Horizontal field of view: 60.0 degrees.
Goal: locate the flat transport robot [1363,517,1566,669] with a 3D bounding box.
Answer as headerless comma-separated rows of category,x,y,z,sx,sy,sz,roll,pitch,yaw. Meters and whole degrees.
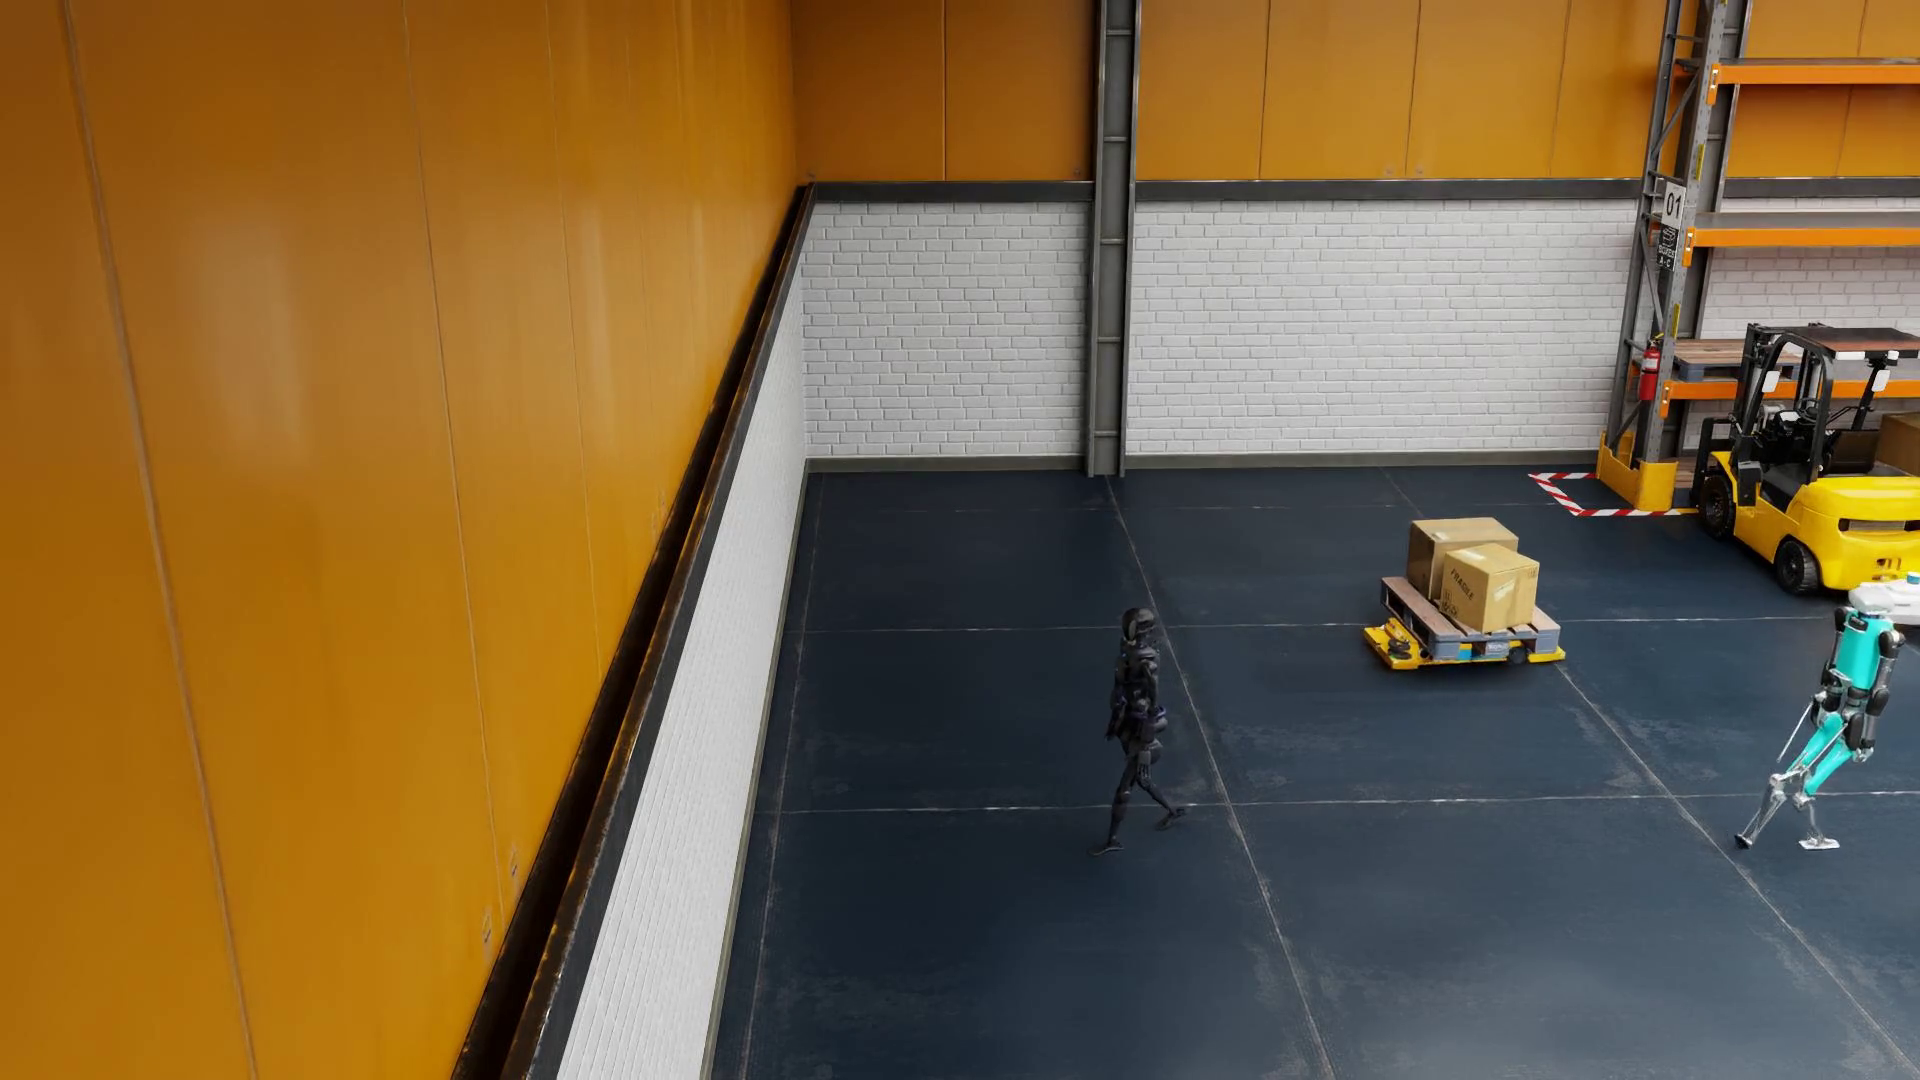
flat transport robot,4.052,0.795,13.398,1.431,0.231,0.659,-3,20,-7

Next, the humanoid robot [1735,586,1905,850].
humanoid robot,5.243,1.193,10.315,0.829,1.856,0.543,-3,20,-7

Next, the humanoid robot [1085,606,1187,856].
humanoid robot,1.138,1.172,10.414,0.765,1.636,0.589,-7,21,-19

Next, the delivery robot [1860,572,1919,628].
delivery robot,7.764,0.551,13.632,0.765,0.585,0.499,2,20,5

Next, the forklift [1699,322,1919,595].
forklift,7.809,-0.792,14.926,1.214,2.155,2.313,-1,20,-2
